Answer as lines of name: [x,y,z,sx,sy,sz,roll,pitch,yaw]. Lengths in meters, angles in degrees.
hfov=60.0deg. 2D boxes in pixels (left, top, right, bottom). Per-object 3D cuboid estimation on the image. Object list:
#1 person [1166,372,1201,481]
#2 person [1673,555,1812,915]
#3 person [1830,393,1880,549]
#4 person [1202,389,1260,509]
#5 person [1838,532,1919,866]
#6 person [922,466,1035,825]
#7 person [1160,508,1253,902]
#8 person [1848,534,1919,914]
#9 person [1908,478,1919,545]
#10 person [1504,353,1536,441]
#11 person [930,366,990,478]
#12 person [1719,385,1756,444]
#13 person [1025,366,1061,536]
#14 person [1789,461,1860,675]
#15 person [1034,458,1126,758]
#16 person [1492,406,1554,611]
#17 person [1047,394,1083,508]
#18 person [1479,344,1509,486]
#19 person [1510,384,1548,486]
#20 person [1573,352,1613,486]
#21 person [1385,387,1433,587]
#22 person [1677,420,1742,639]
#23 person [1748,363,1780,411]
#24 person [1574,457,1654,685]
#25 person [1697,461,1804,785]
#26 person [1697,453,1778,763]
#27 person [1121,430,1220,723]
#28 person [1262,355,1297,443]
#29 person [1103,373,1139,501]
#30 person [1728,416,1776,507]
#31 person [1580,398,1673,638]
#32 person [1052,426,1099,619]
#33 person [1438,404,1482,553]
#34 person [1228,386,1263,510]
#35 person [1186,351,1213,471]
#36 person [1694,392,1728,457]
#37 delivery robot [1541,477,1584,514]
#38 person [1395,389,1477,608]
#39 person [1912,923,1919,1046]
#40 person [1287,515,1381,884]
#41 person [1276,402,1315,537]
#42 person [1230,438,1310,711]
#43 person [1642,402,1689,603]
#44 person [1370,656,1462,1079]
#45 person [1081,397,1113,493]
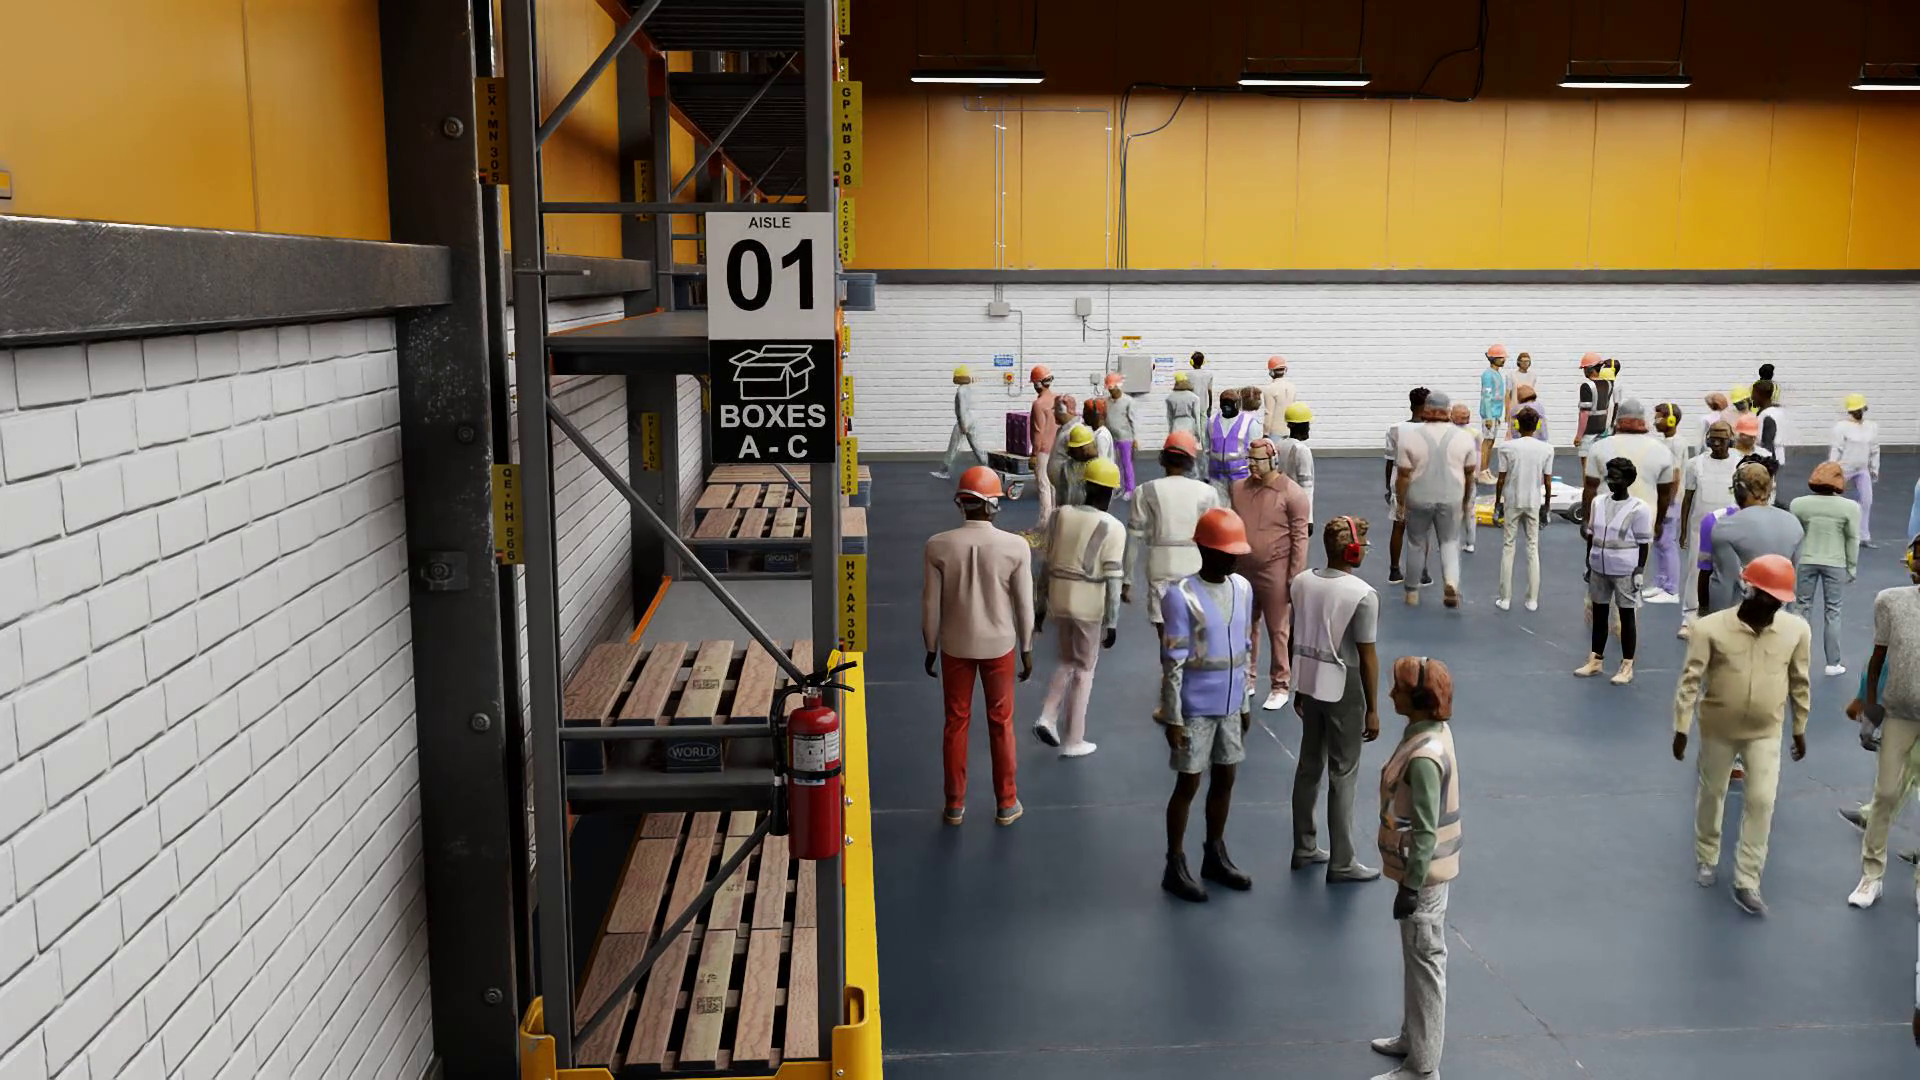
person: [3.118,-1.502,23.245,0.512,1.688,0.824,2,9,13]
person: [3.769,0.916,7.996,0.623,1.701,0.784,2,9,15]
person: [9.988,-0.796,18.657,0.552,1.751,0.716,-1,9,-9]
person: [2.867,-0.690,17.722,0.619,1.836,0.431,5,10,29]
person: [4.903,0.804,8.664,0.568,1.717,0.821,-4,10,-26]
person: [0.102,0.585,9.193,0.623,1.989,0.391,1,9,5]
person: [1.223,0.799,8.070,0.553,1.923,0.409,-6,11,-34]
person: [4.554,0.857,7.868,0.521,1.873,0.336,6,11,34]
person: [7.709,0.072,12.948,0.603,1.827,0.403,4,10,22]
person: [8.689,-1.982,25.801,0.517,1.841,0.344,-2,9,-11]
person: [0.049,-1.745,24.764,0.923,1.690,0.493,3,10,20]
person: [9.270,-0.968,19.722,0.602,1.735,0.412,5,10,29]
person: [0.972,-1.037,19.406,0.393,1.985,0.610,5,10,28]
person: [6.558,0.212,12.662,0.497,1.633,0.279,7,11,37]
person: [0.782,0.425,10.507,0.616,1.890,0.522,8,12,41]
person: [5.098,-0.284,15.085,0.501,1.862,0.328,1,9,7]
person: [1.040,-0.474,16.172,0.398,1.891,0.659,0,9,-1]
person: [7.727,-1.814,24.098,0.375,2.044,0.604,5,10,27]
person: [7.526,-1.259,21.993,0.575,1.594,0.410,8,12,40]
person: [8.213,-1.429,21.698,0.606,2.039,0.381,-7,12,-39]
person: [4.442,-0.518,16.251,0.599,1.958,0.376,5,10,29]
person: [6.247,-0.073,13.784,0.517,1.843,0.326,4,10,26]
person: [12.242,-1.841,25.354,0.315,1.696,0.541,-5,10,-29]
person: [4.876,0.225,12.382,0.319,1.697,0.533,-6,11,-34]
person: [4.709,0.496,9.942,0.630,1.931,0.366,-3,10,-18]
person: [4.811,0.440,10.184,0.616,1.964,0.361,-1,9,-4]
person: [1.464,0.235,11.514,0.683,1.972,1.100,-1,9,-4]
person: [4.143,-1.412,21.733,0.612,1.991,0.392,-8,12,-40]
person: [2.149,-1.383,22.362,0.673,1.720,0.478,8,12,42]
person: [7.407,-0.313,15.704,0.562,1.705,0.903,0,9,1]
person: [5.641,-0.227,14.142,0.711,2.000,0.940,2,9,15]
person: [1.051,-0.137,14.534,0.483,1.736,0.312,6,11,33]
person: [5.438,-0.659,18.118,0.521,1.636,0.311,-3,9,-16]
person: [3.161,-0.787,18.322,0.559,1.821,0.512,1,9,4]
person: [3.664,-1.992,25.749,0.513,1.876,0.328,-2,9,-13]
person: [9.257,-0.994,20.335,0.544,1.625,0.371,2,9,10]
delivery robot: [7.320,-0.534,20.425,0.707,0.478,0.477,1,9,4]
person: [4.306,-0.382,15.113,0.720,2.000,0.692,2,9,10]
person: [3.093,1.350,4.798,0.634,1.867,0.574,-8,12,-43]
person: [1.862,0.794,8.342,0.372,1.843,0.570,-6,11,-31]
person: [2.946,-0.253,14.648,0.356,1.930,0.592,-3,9,-18]
person: [2.113,0.234,11.668,0.400,1.907,0.644,-9,12,-43]
person: [6.570,-0.342,15.436,0.325,1.865,0.537,1,9,9]
person: [1.707,1.235,6.212,0.311,1.642,0.512,3,9,17]
person: [1.272,-0.440,15.998,0.448,1.884,0.606,1,9,4]
